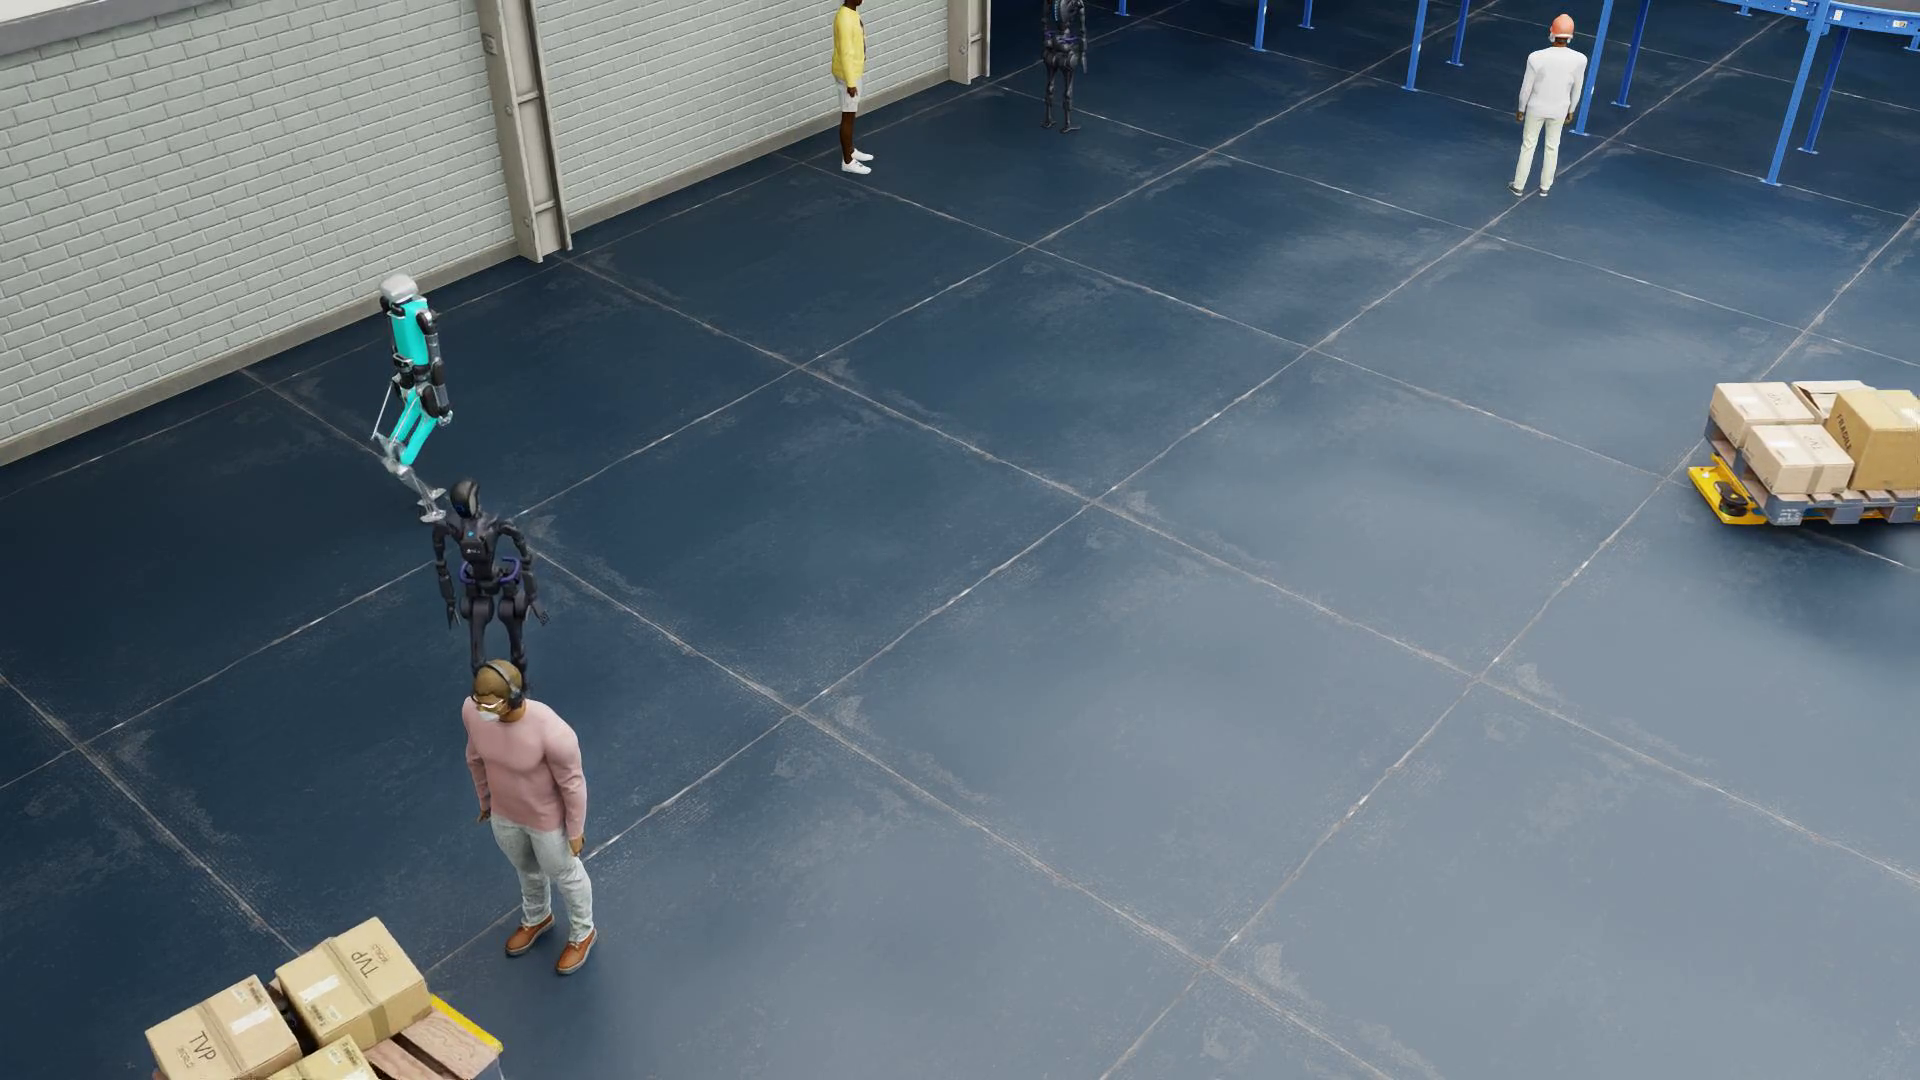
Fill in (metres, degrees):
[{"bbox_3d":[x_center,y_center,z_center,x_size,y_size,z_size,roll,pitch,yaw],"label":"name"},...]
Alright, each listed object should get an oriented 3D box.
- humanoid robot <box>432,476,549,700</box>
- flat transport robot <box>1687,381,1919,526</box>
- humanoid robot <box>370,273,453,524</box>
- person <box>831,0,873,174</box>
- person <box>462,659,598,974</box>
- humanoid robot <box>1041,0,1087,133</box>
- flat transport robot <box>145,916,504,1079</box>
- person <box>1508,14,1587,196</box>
[{"bbox_3d":[-2.722,0.341,9.696,0.609,1.652,0.358,-1,35,-1],"label":"humanoid robot"},{"bbox_3d":[6.056,-0.376,11.915,1.431,0.231,0.659,-1,35,-2],"label":"flat transport robot"},{"bbox_3d":[-3.829,-0.911,11.379,0.545,1.784,0.678,26,43,32],"label":"humanoid robot"},{"bbox_3d":[-1.074,-4.597,16.438,0.377,1.900,0.542,3,36,4],"label":"person"},{"bbox_3d":[-2.085,1.326,8.089,0.634,1.936,0.351,15,38,20],"label":"person"},{"bbox_3d":[1.061,-5.112,17.339,0.599,1.657,0.315,27,43,32],"label":"humanoid robot"},{"bbox_3d":[-2.880,2.639,7.682,0.659,0.231,1.431,23,41,29],"label":"flat transport robot"},{"bbox_3d":[5.625,-4.154,15.936,0.563,1.755,0.321,4,36,5],"label":"person"}]
